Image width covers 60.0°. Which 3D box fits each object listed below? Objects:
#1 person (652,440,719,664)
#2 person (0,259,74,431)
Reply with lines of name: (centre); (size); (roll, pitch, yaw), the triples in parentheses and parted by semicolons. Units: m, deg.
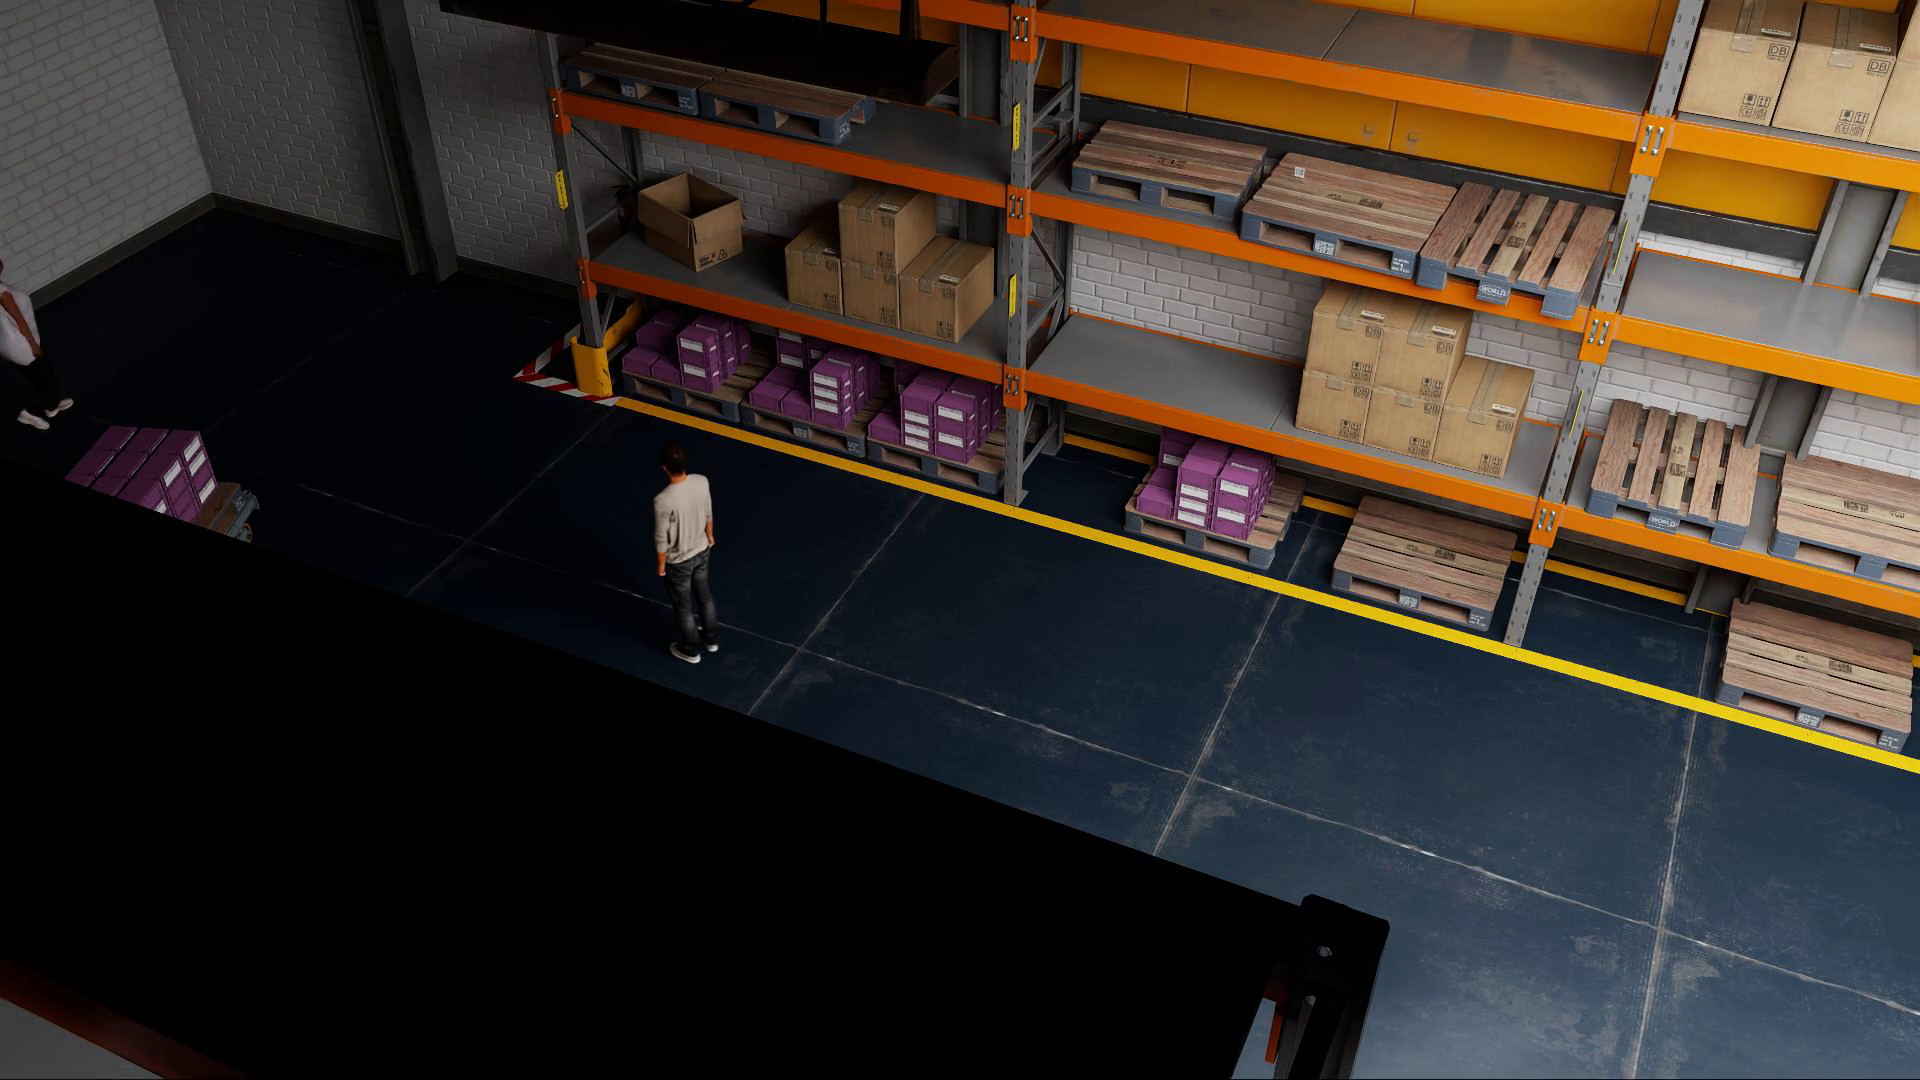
person: (-1.892, 0.095, 11.558); (0.638, 1.806, 0.706); (28, 46, 30)
person: (-7.871, -1.660, 13.861); (0.786, 1.675, 0.809); (22, 44, 26)
